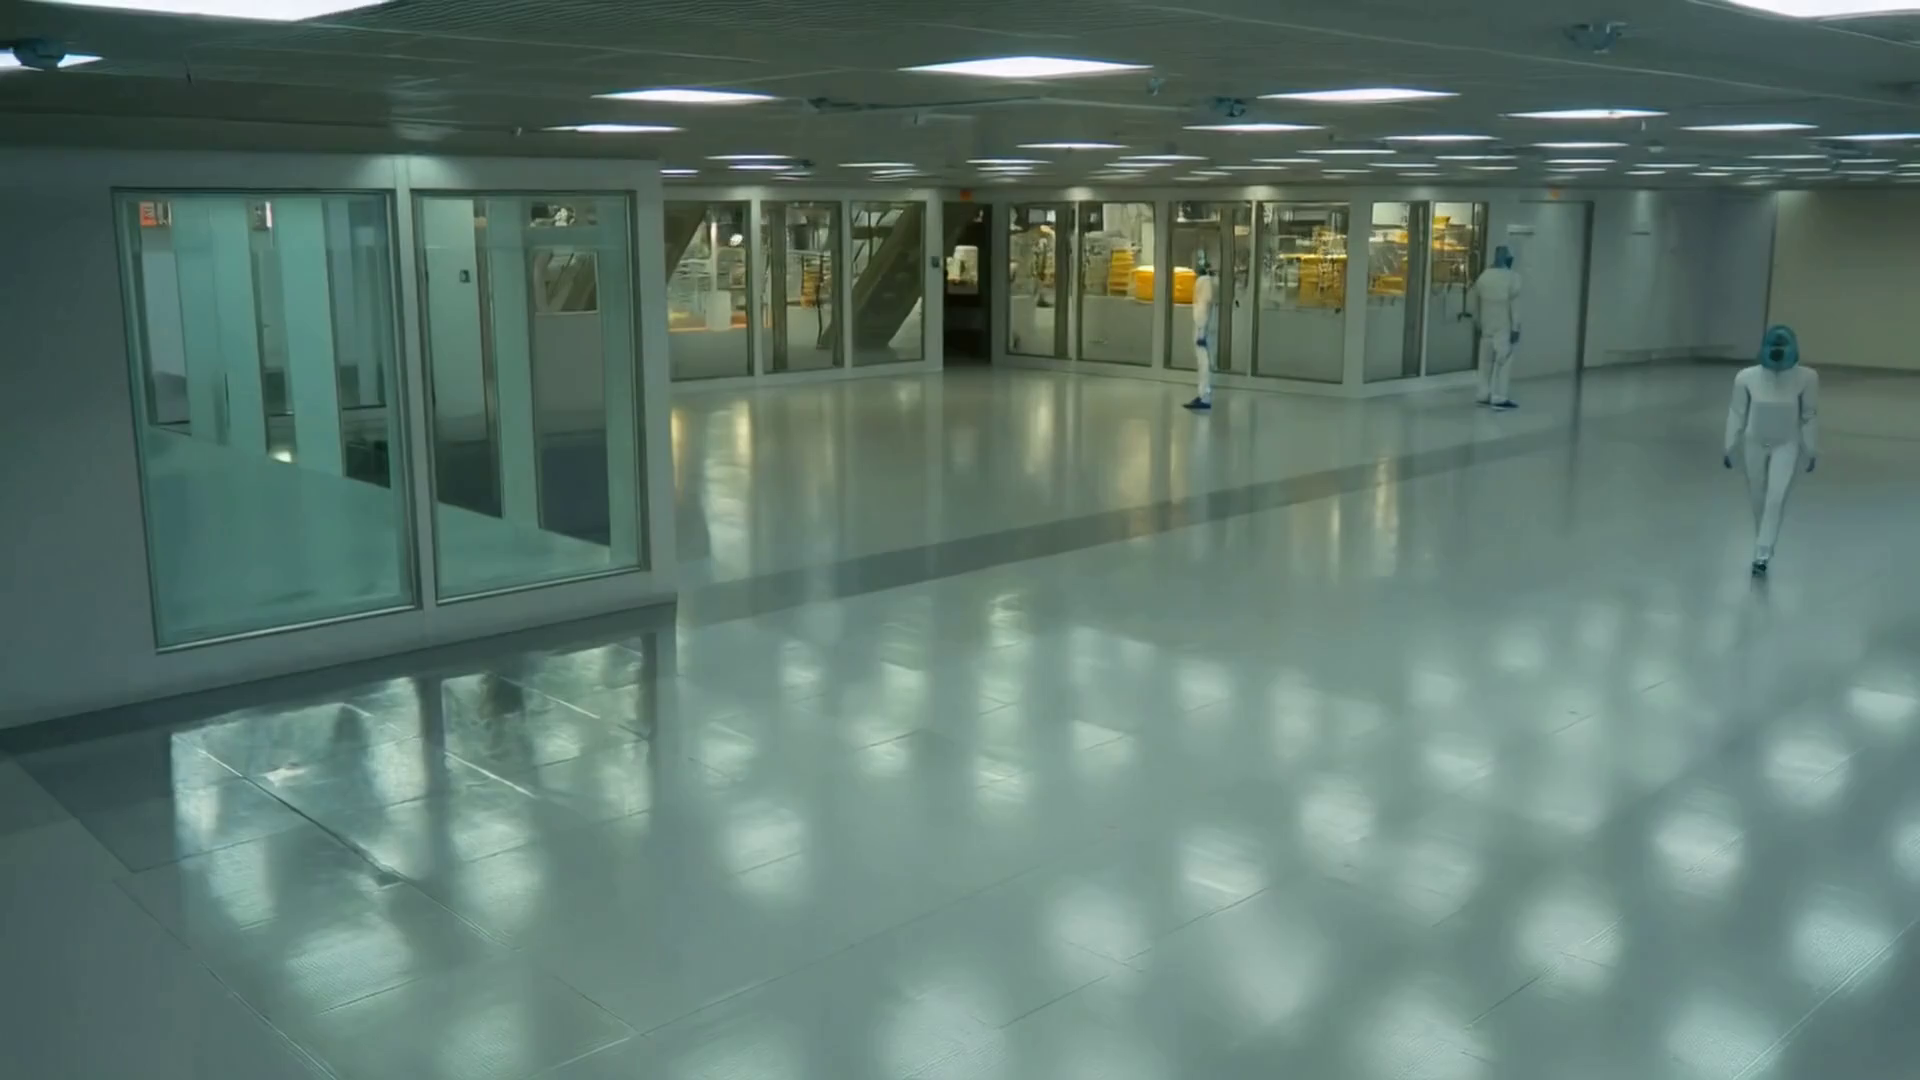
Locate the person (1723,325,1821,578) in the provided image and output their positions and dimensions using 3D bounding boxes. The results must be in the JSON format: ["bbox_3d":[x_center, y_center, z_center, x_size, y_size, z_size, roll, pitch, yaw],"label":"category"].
[{"bbox_3d":[5.172,-0.575,10.632,0.519,1.583,0.878,8,14,36],"label":"person"}]

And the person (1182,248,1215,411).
[{"bbox_3d":[2.775,-2.431,19.230,0.328,1.876,0.514,0,11,0],"label":"person"}]

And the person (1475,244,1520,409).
[{"bbox_3d":[6.305,-2.486,19.417,0.404,1.910,0.636,-5,12,-23],"label":"person"}]
